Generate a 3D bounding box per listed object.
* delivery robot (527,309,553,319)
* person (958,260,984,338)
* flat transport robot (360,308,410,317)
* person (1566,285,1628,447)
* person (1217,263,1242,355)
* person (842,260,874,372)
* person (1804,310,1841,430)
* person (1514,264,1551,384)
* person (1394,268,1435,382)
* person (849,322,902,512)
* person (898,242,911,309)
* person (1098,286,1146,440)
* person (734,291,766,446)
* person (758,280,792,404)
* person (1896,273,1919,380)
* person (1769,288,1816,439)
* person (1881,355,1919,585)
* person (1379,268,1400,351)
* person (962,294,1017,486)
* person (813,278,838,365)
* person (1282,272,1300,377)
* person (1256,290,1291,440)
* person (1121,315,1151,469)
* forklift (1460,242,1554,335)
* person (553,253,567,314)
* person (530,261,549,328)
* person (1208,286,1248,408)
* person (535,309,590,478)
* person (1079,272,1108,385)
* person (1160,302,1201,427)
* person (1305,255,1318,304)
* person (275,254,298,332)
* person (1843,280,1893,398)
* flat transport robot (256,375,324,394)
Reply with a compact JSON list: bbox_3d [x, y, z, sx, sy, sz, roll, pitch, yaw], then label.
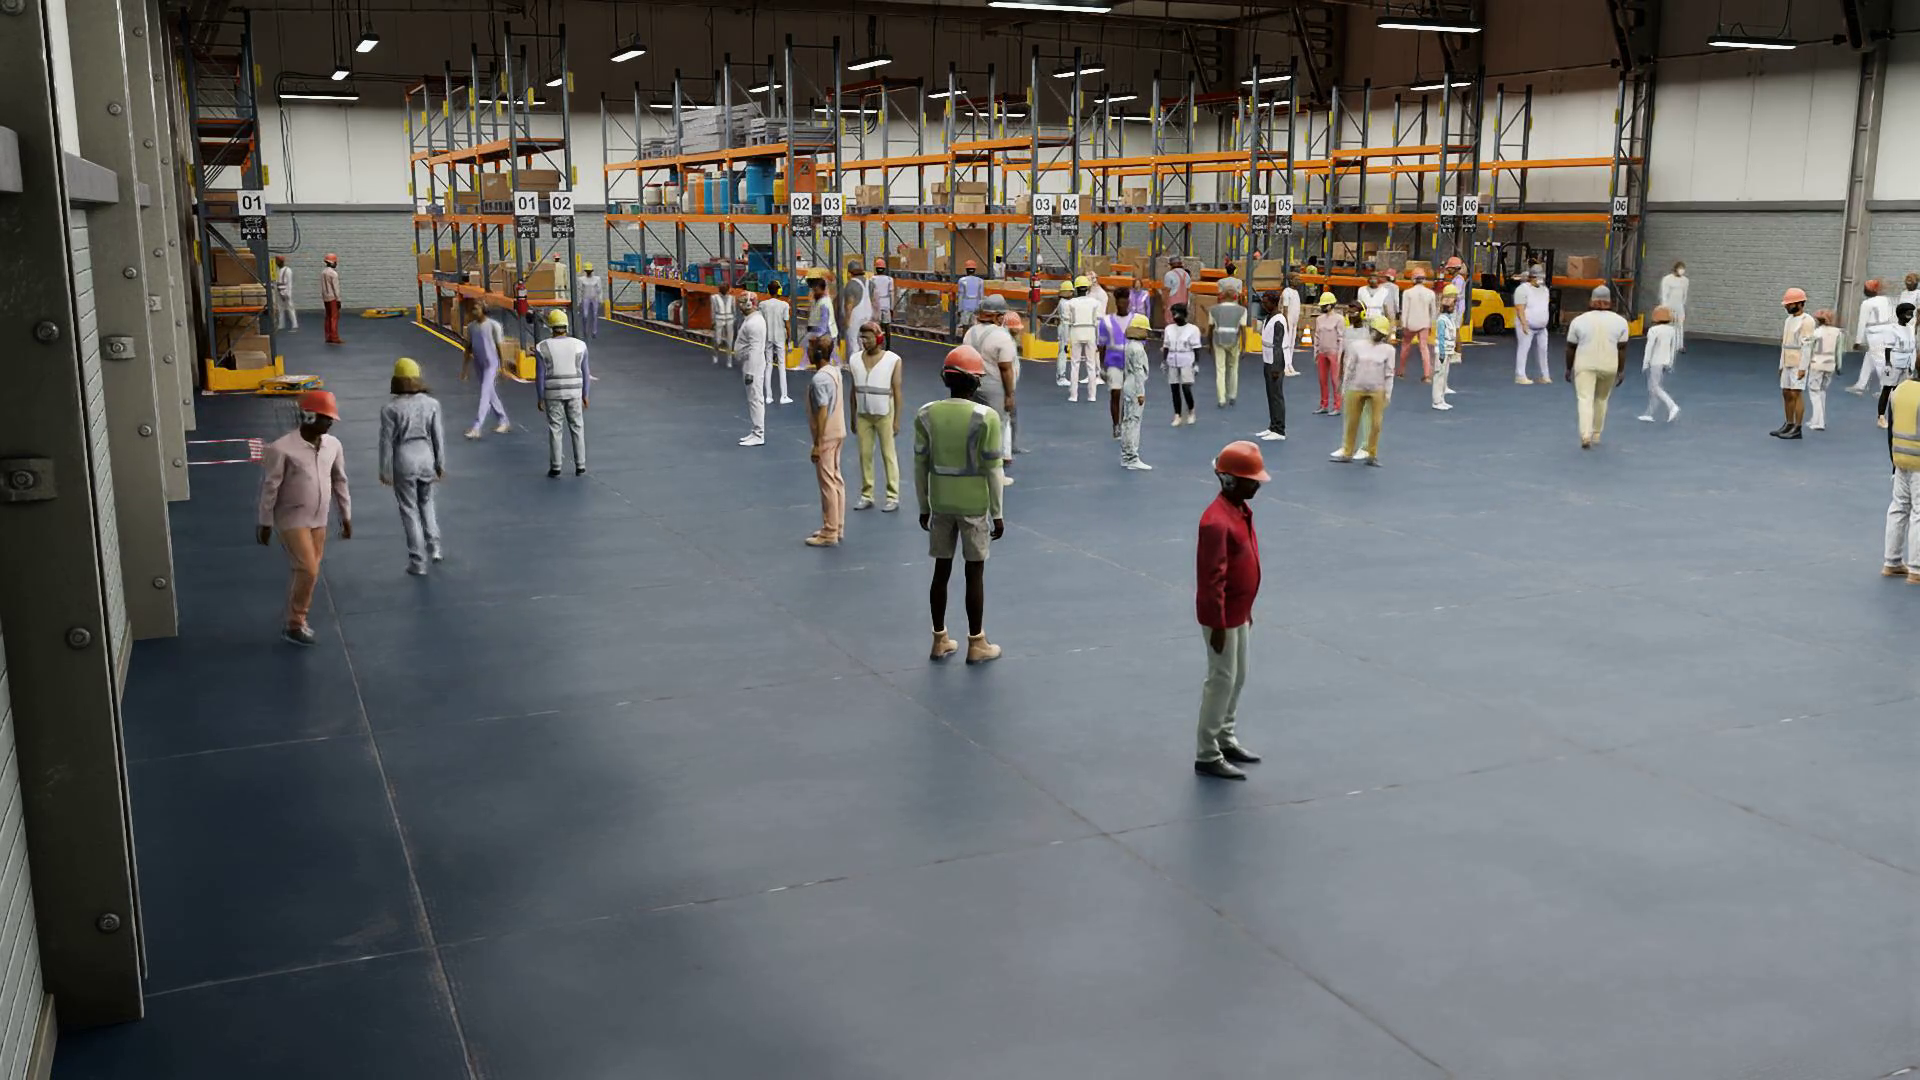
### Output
[{"bbox_3d":[-10.992,-5.997,43.556,0.707,0.478,0.477,6,13,29],"label":"delivery robot"},{"bbox_3d":[0.207,-4.692,33.679,0.539,1.930,0.377,-3,12,-16],"label":"person"},{"bbox_3d":[-15.962,-6.324,46.181,0.652,0.197,1.431,3,12,14],"label":"flat transport robot"},{"bbox_3d":[7.858,-2.169,20.556,0.686,2.000,0.956,3,11,13],"label":"person"},{"bbox_3d":[5.453,-4.663,33.666,0.535,1.868,0.309,2,11,9],"label":"person"},{"bbox_3d":[-1.888,-4.101,30.375,0.545,2.000,0.744,8,14,36],"label":"person"},{"bbox_3d":[11.462,-2.269,22.216,0.549,1.601,0.618,-3,11,-14],"label":"person"},{"bbox_3d":[9.691,-3.648,28.071,0.698,2.000,0.535,-3,12,-16],"label":"person"},{"bbox_3d":[7.830,-3.678,28.496,0.637,1.928,1.042,-1,11,-6],"label":"person"},{"bbox_3d":[-0.813,-1.193,16.127,0.568,1.836,0.380,5,12,25],"label":"person"},{"bbox_3d":[-1.592,-7.886,49.685,0.527,2.010,0.640,-7,13,-32],"label":"person"},{"bbox_3d":[2.064,-2.242,21.134,0.634,1.952,0.423,-1,11,-3],"label":"person"},{"bbox_3d":[-2.604,-2.127,20.684,0.407,1.910,0.638,-1,11,-4],"label":"person"},{"bbox_3d":[-2.806,-3.001,25.220,0.535,1.868,0.309,2,11,11],"label":"person"},{"bbox_3d":[16.412,-3.697,28.818,0.345,1.847,0.508,-3,11,-13],"label":"person"},{"bbox_3d":[10.662,-2.257,21.305,0.384,1.925,0.550,-1,11,-4],"label":"person"},{"bbox_3d":[7.504,-0.575,12.960,0.429,1.842,0.634,-1,11,-7],"label":"person"},{"bbox_3d":[8.853,-4.756,34.470,0.566,1.736,0.580,-5,12,-23],"label":"person"},{"bbox_3d":[0.351,-1.600,17.663,0.535,2.000,0.683,-10,15,-40],"label":"person"},{"bbox_3d":[-2.085,-3.123,25.841,0.389,1.878,0.702,-1,11,-6],"label":"person"},{"bbox_3d":[5.847,-3.806,29.372,0.343,1.846,0.507,7,13,31],"label":"person"},{"bbox_3d":[4.013,-2.232,21.222,0.397,1.910,0.587,0,11,-2],"label":"person"},{"bbox_3d":[2.000,-1.670,18.795,0.305,1.738,0.484,-2,11,-9],"label":"person"},{"bbox_3d":[13.047,-6.049,39.881,2.313,2.155,1.214,-5,12,-23],"label":"forklift"},{"bbox_3d":[-11.430,-7.275,47.234,0.575,1.749,0.333,-10,15,-42],"label":"person"},{"bbox_3d":[-10.528,-6.172,41.689,0.510,1.714,0.710,2,11,8],"label":"person"},{"bbox_3d":[3.998,-2.897,24.889,0.575,1.788,0.999,2,11,9],"label":"person"},{"bbox_3d":[-4.335,-1.592,18.148,0.590,1.836,0.404,-5,12,-26],"label":"person"},{"bbox_3d":[2.214,-3.560,28.004,0.397,1.900,0.634,-6,13,-28],"label":"person"},{"bbox_3d":[2.968,-2.355,22.414,0.559,1.683,0.384,8,14,36],"label":"person"},{"bbox_3d":[9.824,-7.084,46.405,0.316,1.697,0.542,-3,11,-14],"label":"person"},{"bbox_3d":[-16.387,-5.971,40.303,0.589,1.885,0.411,7,13,33],"label":"person"},{"bbox_3d":[14.290,-3.156,26.085,0.601,1.833,0.864,-6,13,-30],"label":"person"},{"bbox_3d":[-10.802,-2.514,26.821,0.652,0.197,1.431,-1,11,-6],"label":"flat transport robot"}]
